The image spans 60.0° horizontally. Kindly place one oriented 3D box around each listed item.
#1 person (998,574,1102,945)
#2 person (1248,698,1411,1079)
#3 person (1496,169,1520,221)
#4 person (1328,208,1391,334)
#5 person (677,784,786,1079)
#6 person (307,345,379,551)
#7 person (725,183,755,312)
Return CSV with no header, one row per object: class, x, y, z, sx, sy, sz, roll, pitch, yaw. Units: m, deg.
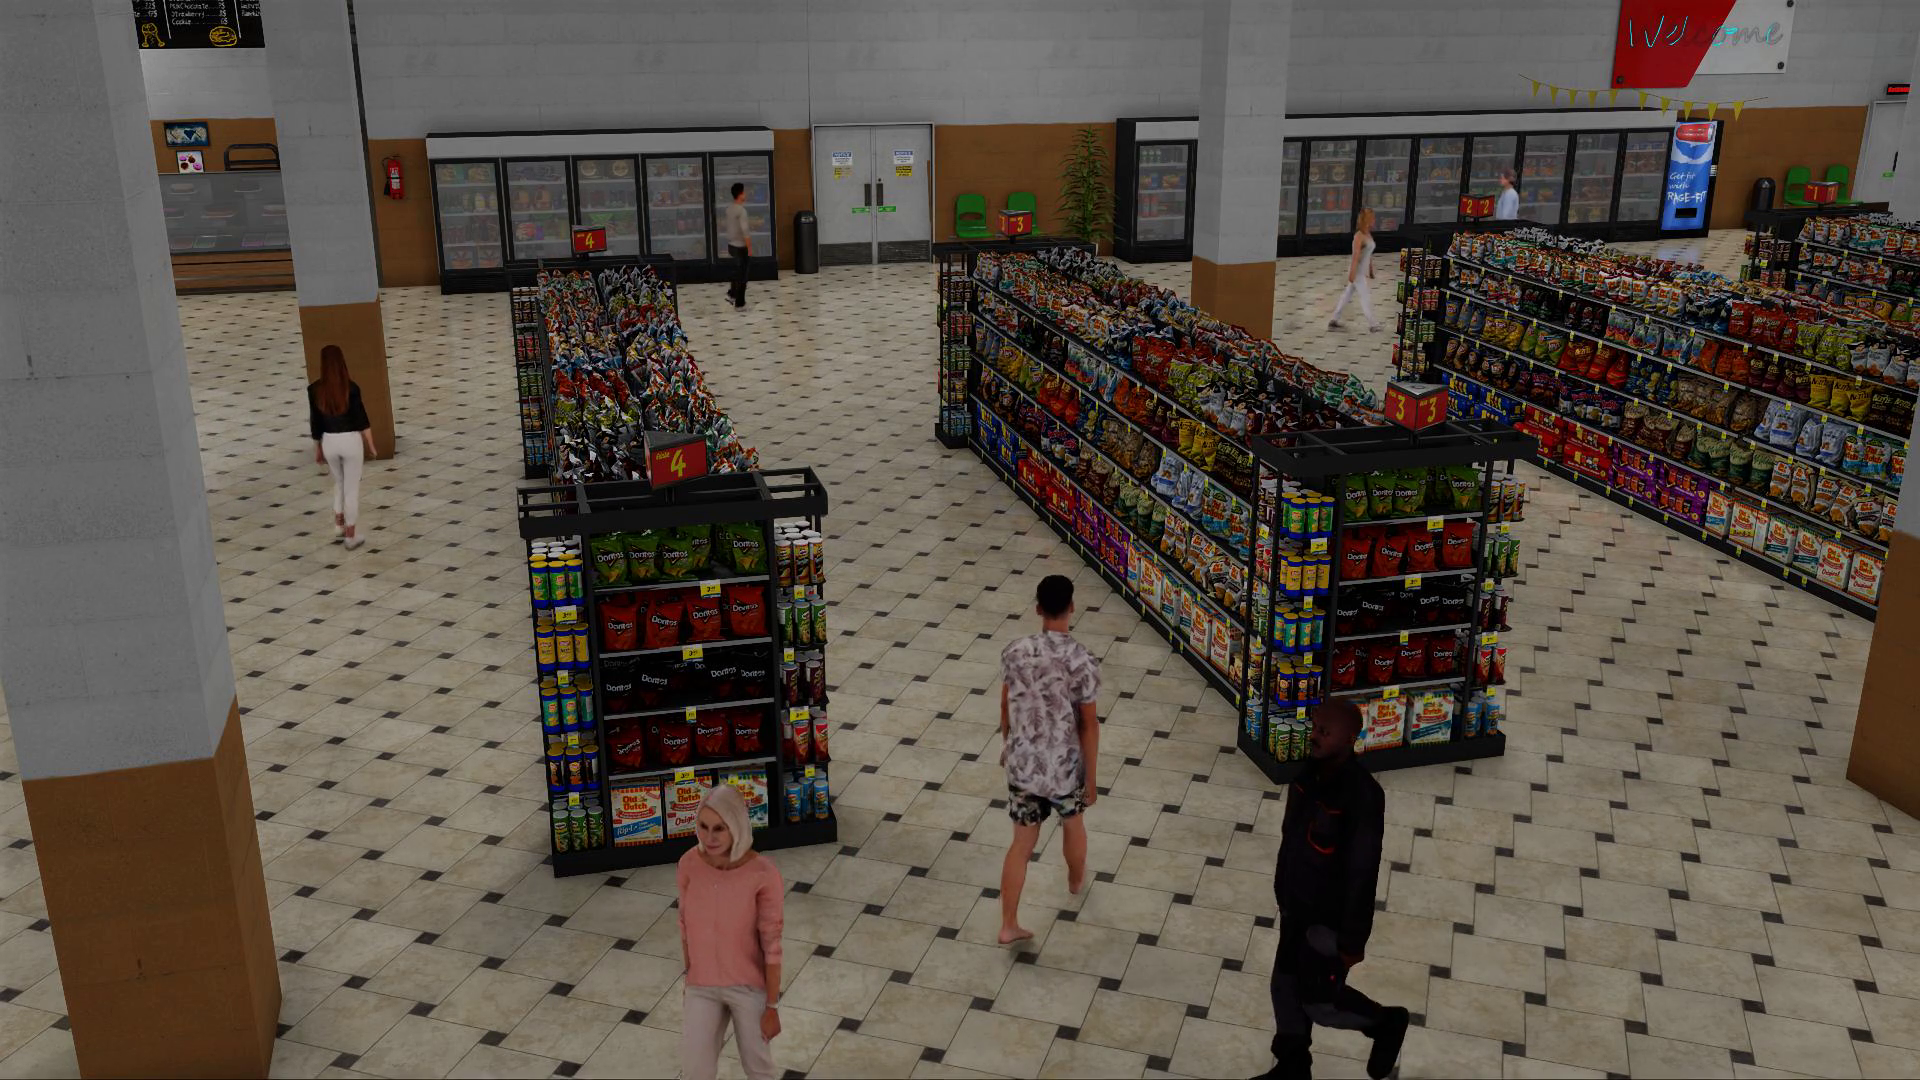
person,0.391,1.106,8.005,1.114,1.780,1.266,9,20,24
person,1.573,1.485,6.844,0.820,1.805,0.932,-7,20,-20
person,8.107,-4.519,24.522,0.866,1.886,0.772,5,19,13
person,5.212,-3.560,22.080,1.083,1.628,1.082,8,20,22
person,-0.841,1.678,6.426,0.847,1.706,0.967,5,19,14
person,-5.077,-0.733,13.598,0.684,1.691,0.700,2,19,6
person,-3.194,-4.113,23.455,0.817,1.799,0.713,-11,22,-30
